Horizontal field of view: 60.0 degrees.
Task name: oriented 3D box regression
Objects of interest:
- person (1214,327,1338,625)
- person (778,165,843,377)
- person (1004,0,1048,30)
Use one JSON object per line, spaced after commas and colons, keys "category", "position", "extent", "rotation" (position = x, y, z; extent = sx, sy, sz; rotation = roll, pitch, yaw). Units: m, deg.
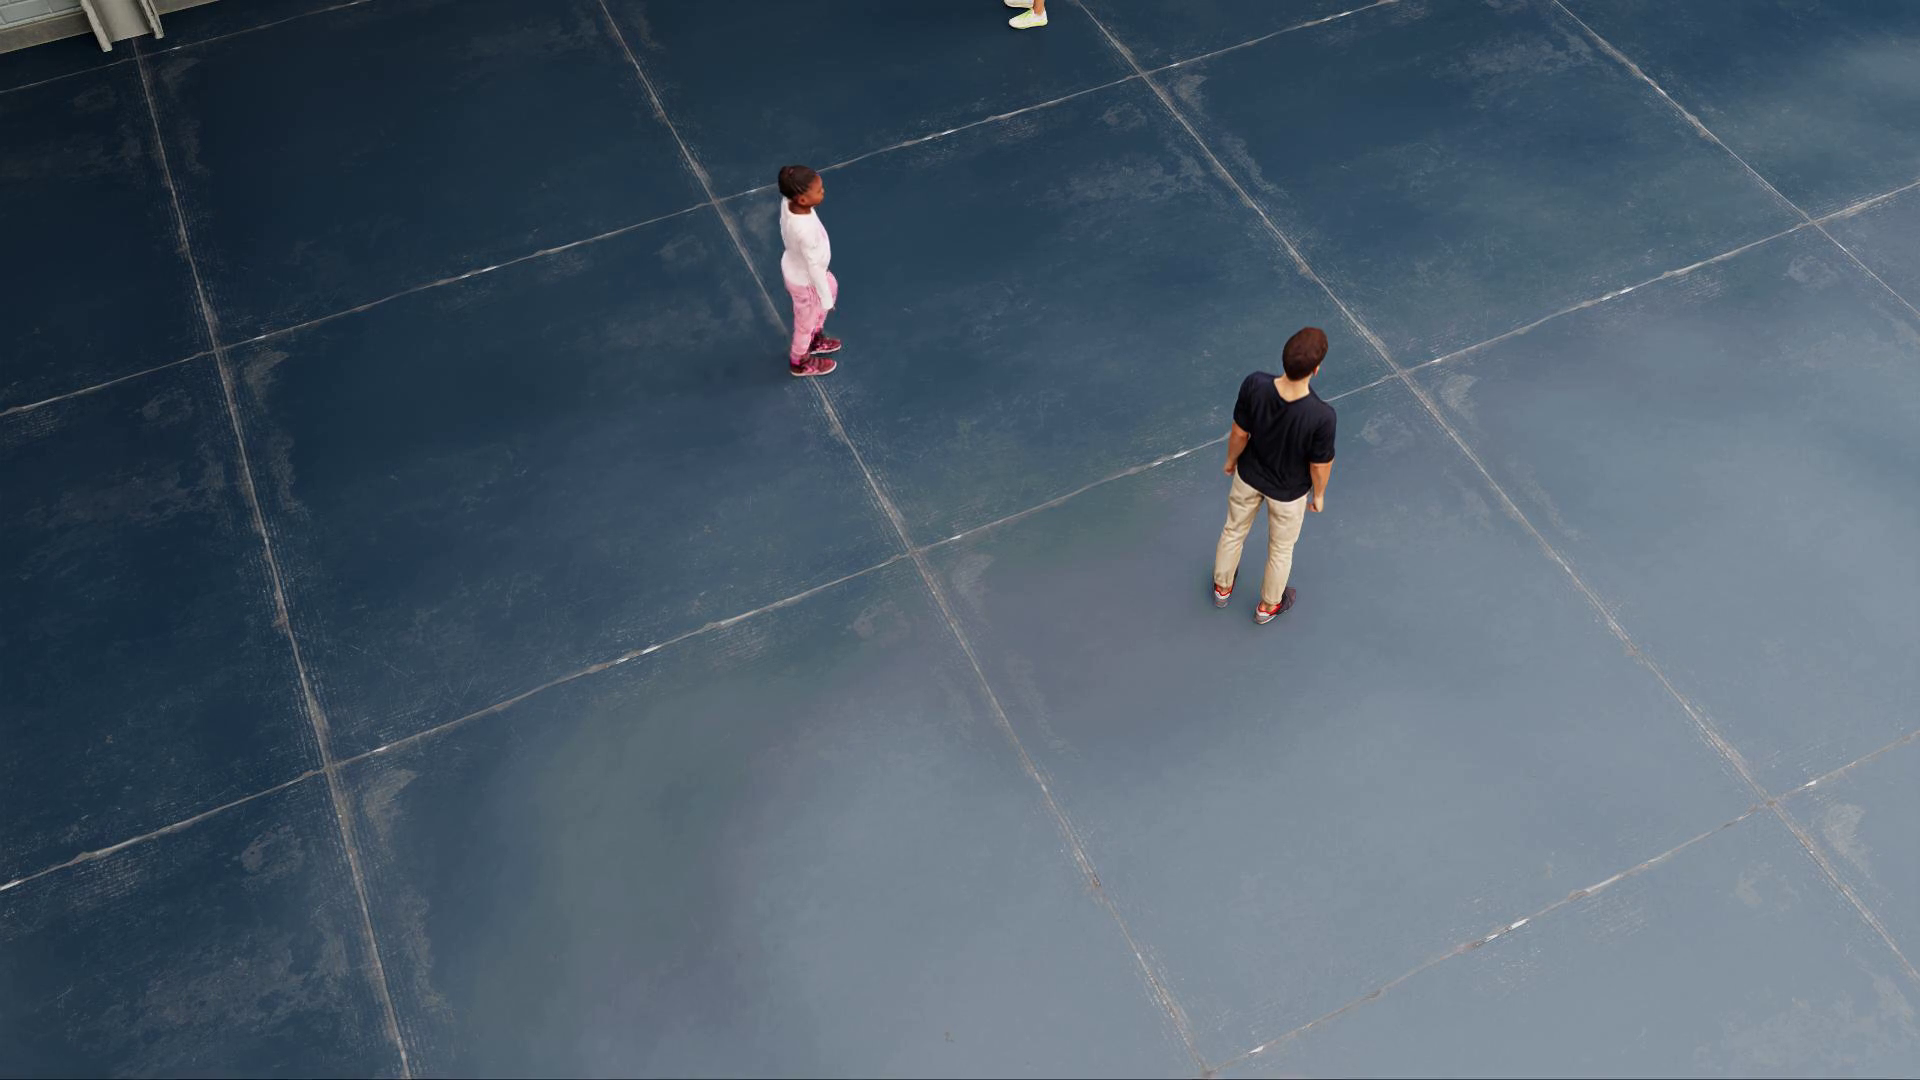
{"category": "person", "position": [1.439, -0.279, 7.659], "extent": [0.723, 1.857, 0.729], "rotation": [26, 56, 19]}
{"category": "person", "position": [-0.885, -1.411, 8.800], "extent": [0.588, 1.438, 0.615], "rotation": [-11, 53, -9]}
{"category": "person", "position": [0.468, -4.136, 10.688], "extent": [0.657, 1.790, 0.659], "rotation": [-2, 52, -2]}
